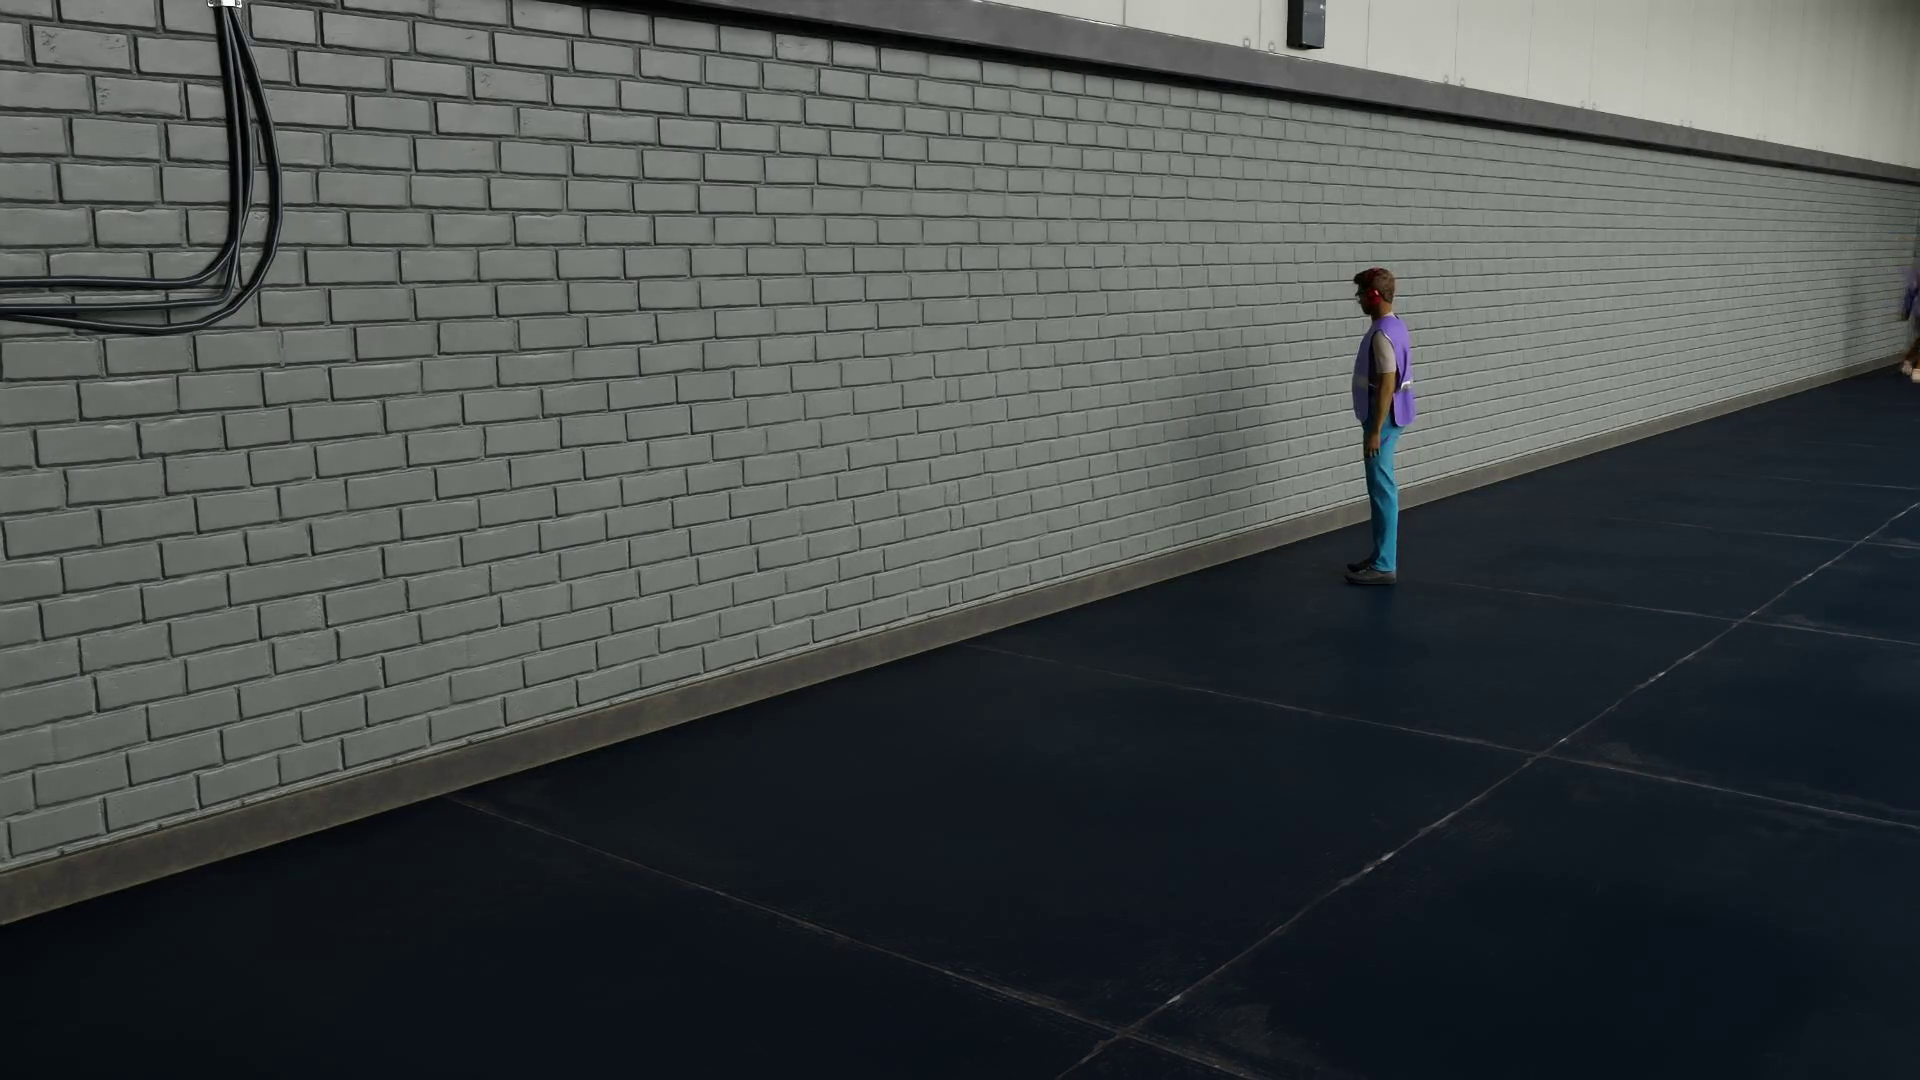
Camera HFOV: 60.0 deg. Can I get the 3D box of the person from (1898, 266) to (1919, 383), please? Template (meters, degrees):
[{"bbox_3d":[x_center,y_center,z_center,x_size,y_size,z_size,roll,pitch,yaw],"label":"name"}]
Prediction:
[{"bbox_3d":[13.710,-3.213,23.490,0.441,1.985,0.727,-3,11,-19],"label":"person"}]

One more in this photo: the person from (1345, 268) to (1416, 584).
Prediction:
[{"bbox_3d":[2.473,-0.666,9.764,0.391,1.836,0.567,3,11,18],"label":"person"}]
